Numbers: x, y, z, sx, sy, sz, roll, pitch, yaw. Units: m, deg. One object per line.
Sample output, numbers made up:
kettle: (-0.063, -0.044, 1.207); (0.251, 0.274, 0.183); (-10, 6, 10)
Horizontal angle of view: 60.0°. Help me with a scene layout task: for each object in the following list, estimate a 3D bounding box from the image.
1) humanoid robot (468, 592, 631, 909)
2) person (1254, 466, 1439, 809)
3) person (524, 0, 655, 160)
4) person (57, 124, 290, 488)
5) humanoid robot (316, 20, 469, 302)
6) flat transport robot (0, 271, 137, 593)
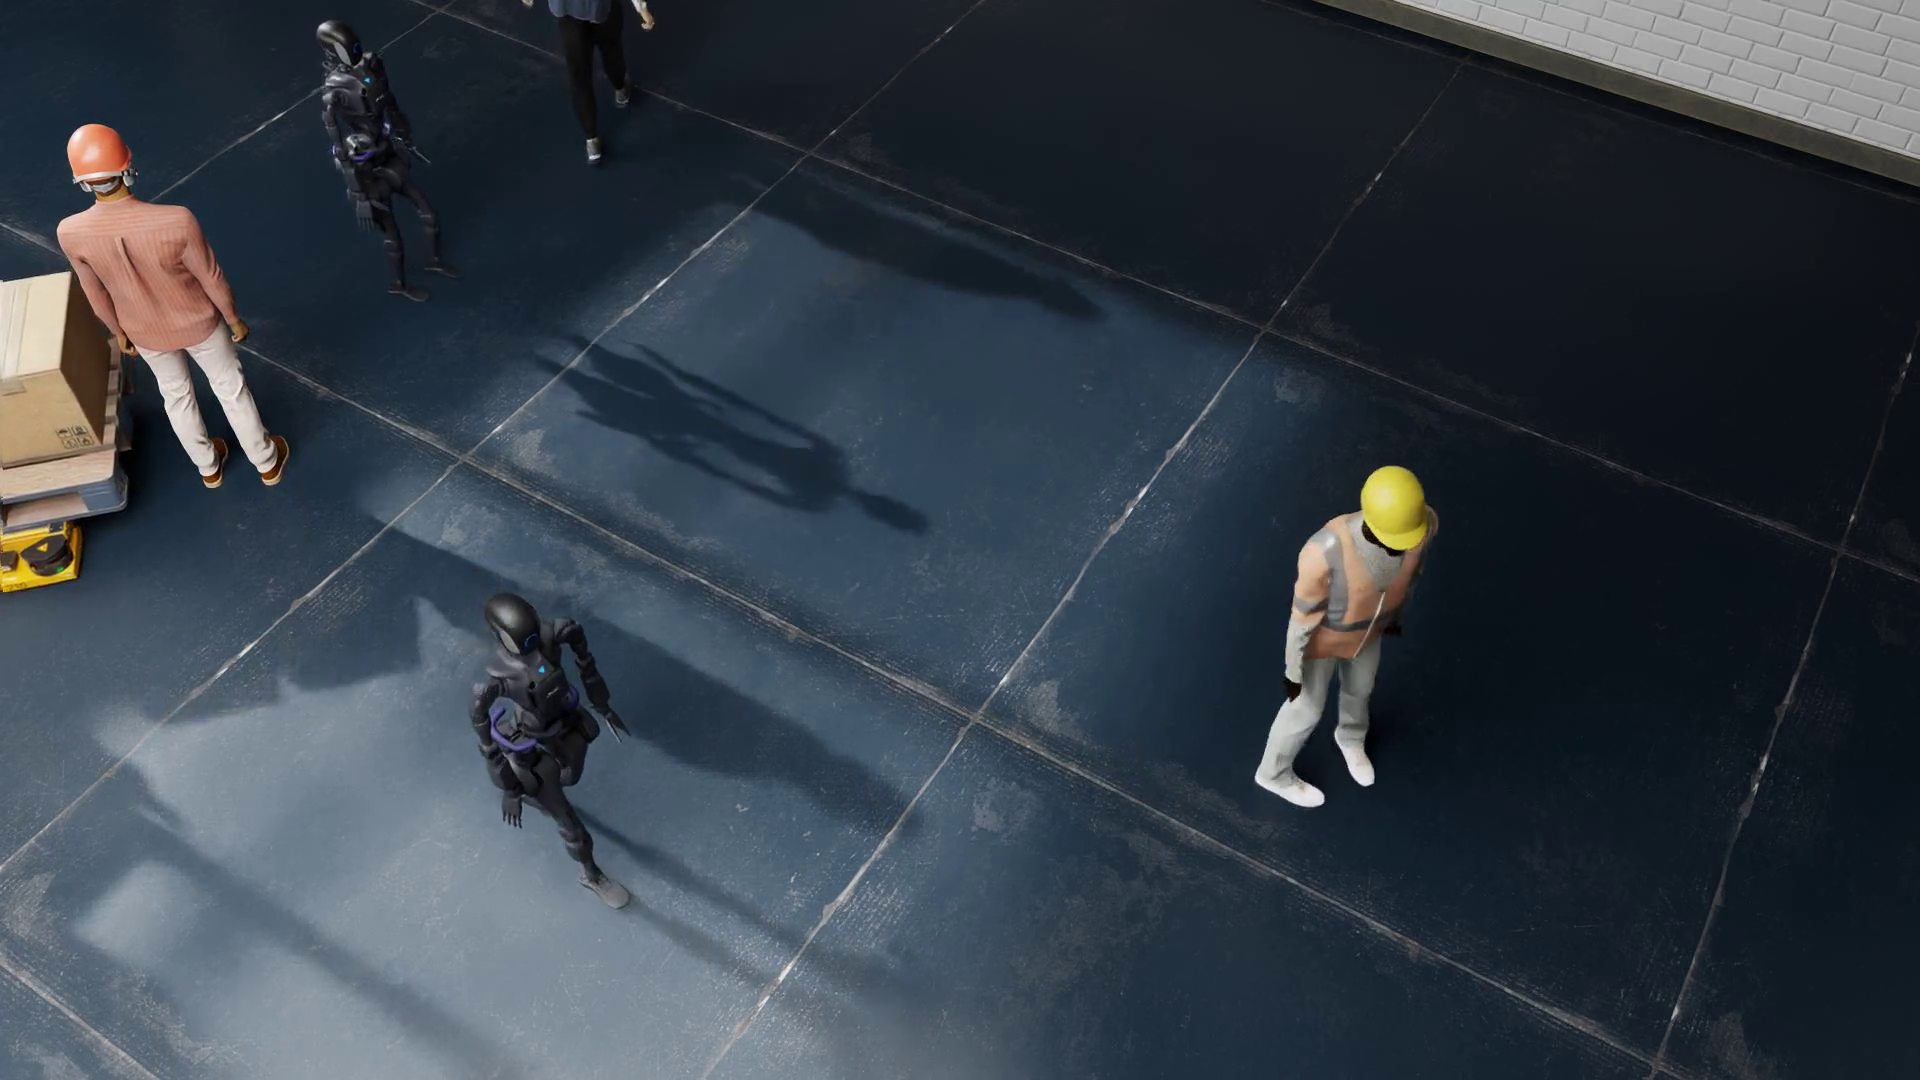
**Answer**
humanoid robot: (-1.586, 0.736, 6.278); (0.745, 1.656, 0.589); (29, 55, 23)
person: (1.498, 0.371, 6.407); (0.626, 1.911, 0.445); (-18, 51, -15)
person: (-2.162, -3.100, 9.578); (0.772, 1.717, 0.917); (-3, 49, -3)
person: (-3.571, -1.009, 7.561); (0.610, 1.986, 0.402); (-5, 49, -4)
humanoid robot: (-2.947, -1.915, 8.551); (0.438, 1.650, 0.600); (11, 50, 10)
flat transport robot: (-4.614, -0.318, 8.094); (0.659, 0.231, 1.431); (-12, 50, -10)
